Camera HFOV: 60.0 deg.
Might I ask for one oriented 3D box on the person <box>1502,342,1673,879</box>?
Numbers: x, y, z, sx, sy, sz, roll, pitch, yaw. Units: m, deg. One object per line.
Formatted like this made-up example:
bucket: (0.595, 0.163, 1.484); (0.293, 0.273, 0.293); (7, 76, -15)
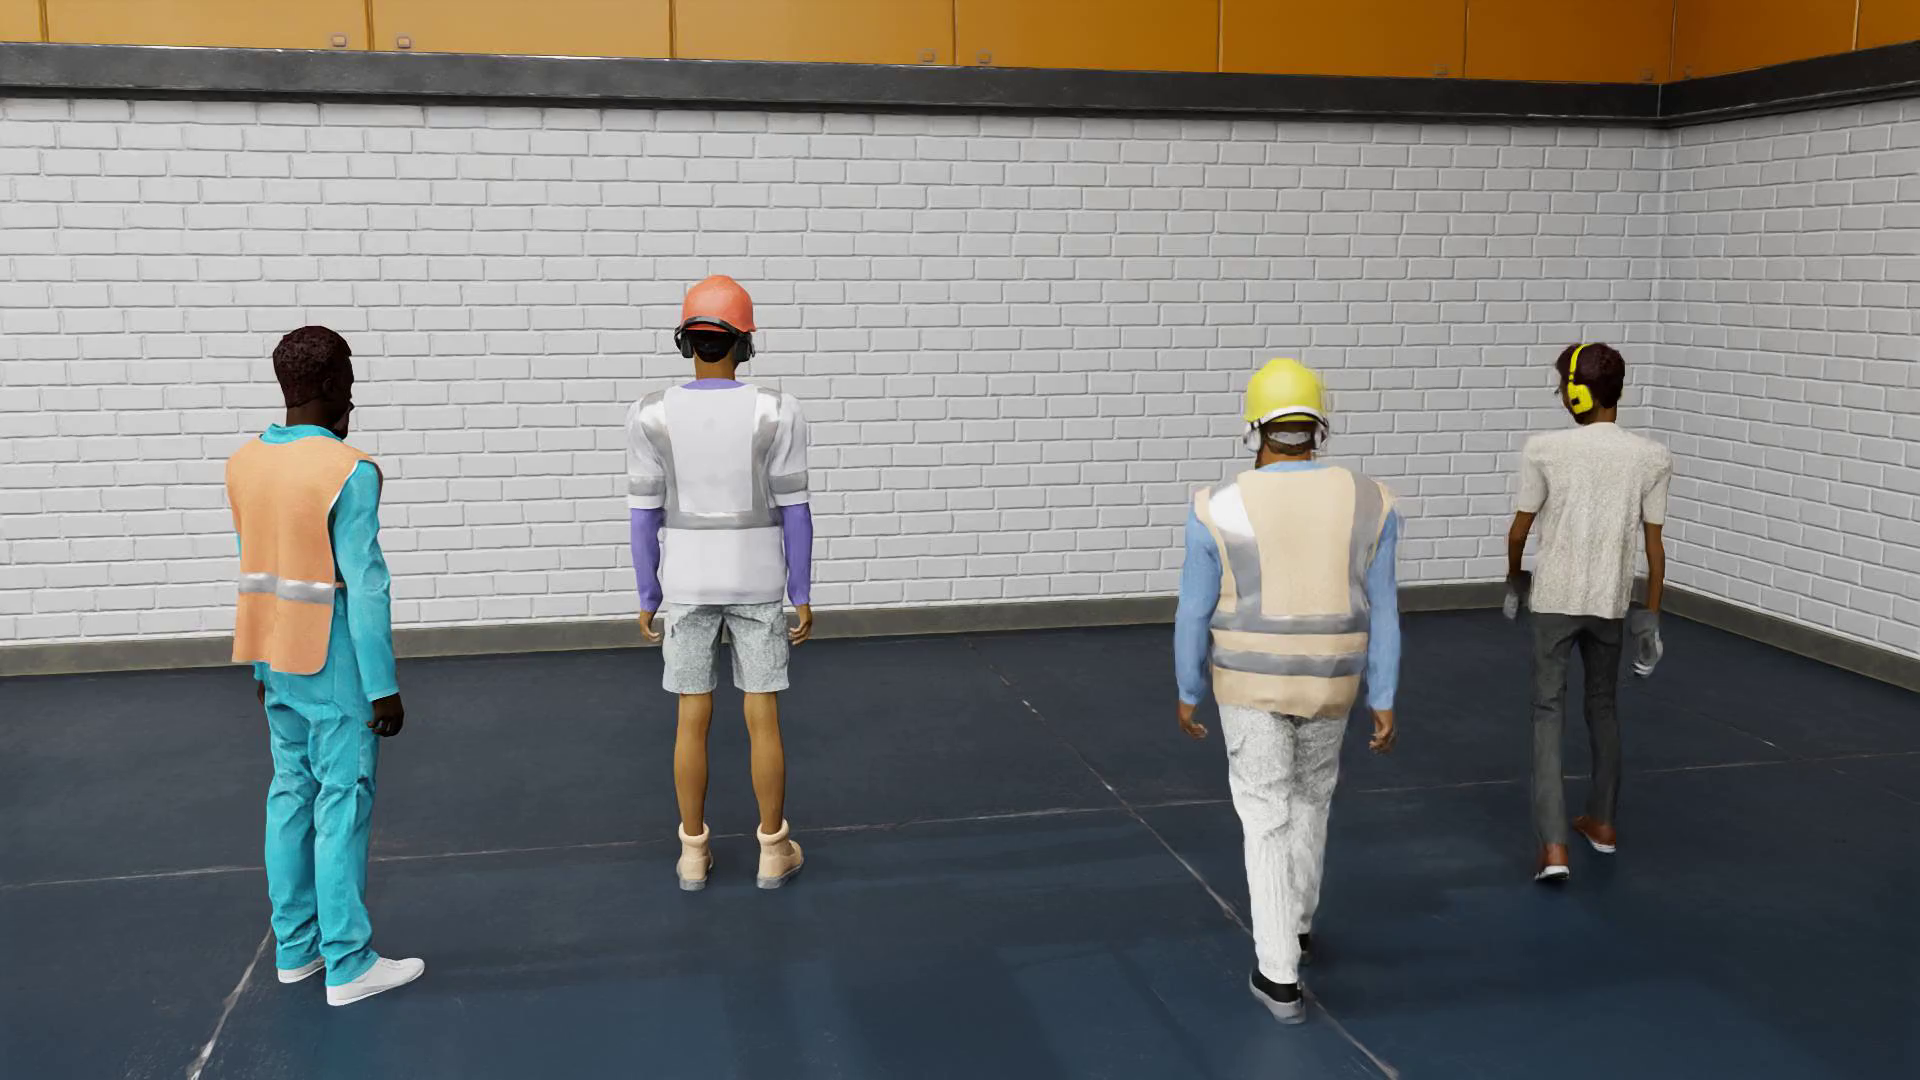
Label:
person: (2.137, 0.238, 5.698); (0.494, 1.833, 0.743); (0, 9, 3)

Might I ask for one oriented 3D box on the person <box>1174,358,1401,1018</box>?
person: (0.900, 0.390, 4.768); (0.607, 1.809, 0.733); (-1, 9, -5)

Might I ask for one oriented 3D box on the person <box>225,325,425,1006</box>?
person: (-1.821, 0.357, 4.707); (0.587, 1.911, 0.397); (6, 11, 33)

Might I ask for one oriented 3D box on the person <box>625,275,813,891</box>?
person: (-0.786, 0.153, 5.535); (0.605, 2.045, 0.379); (0, 9, 0)
